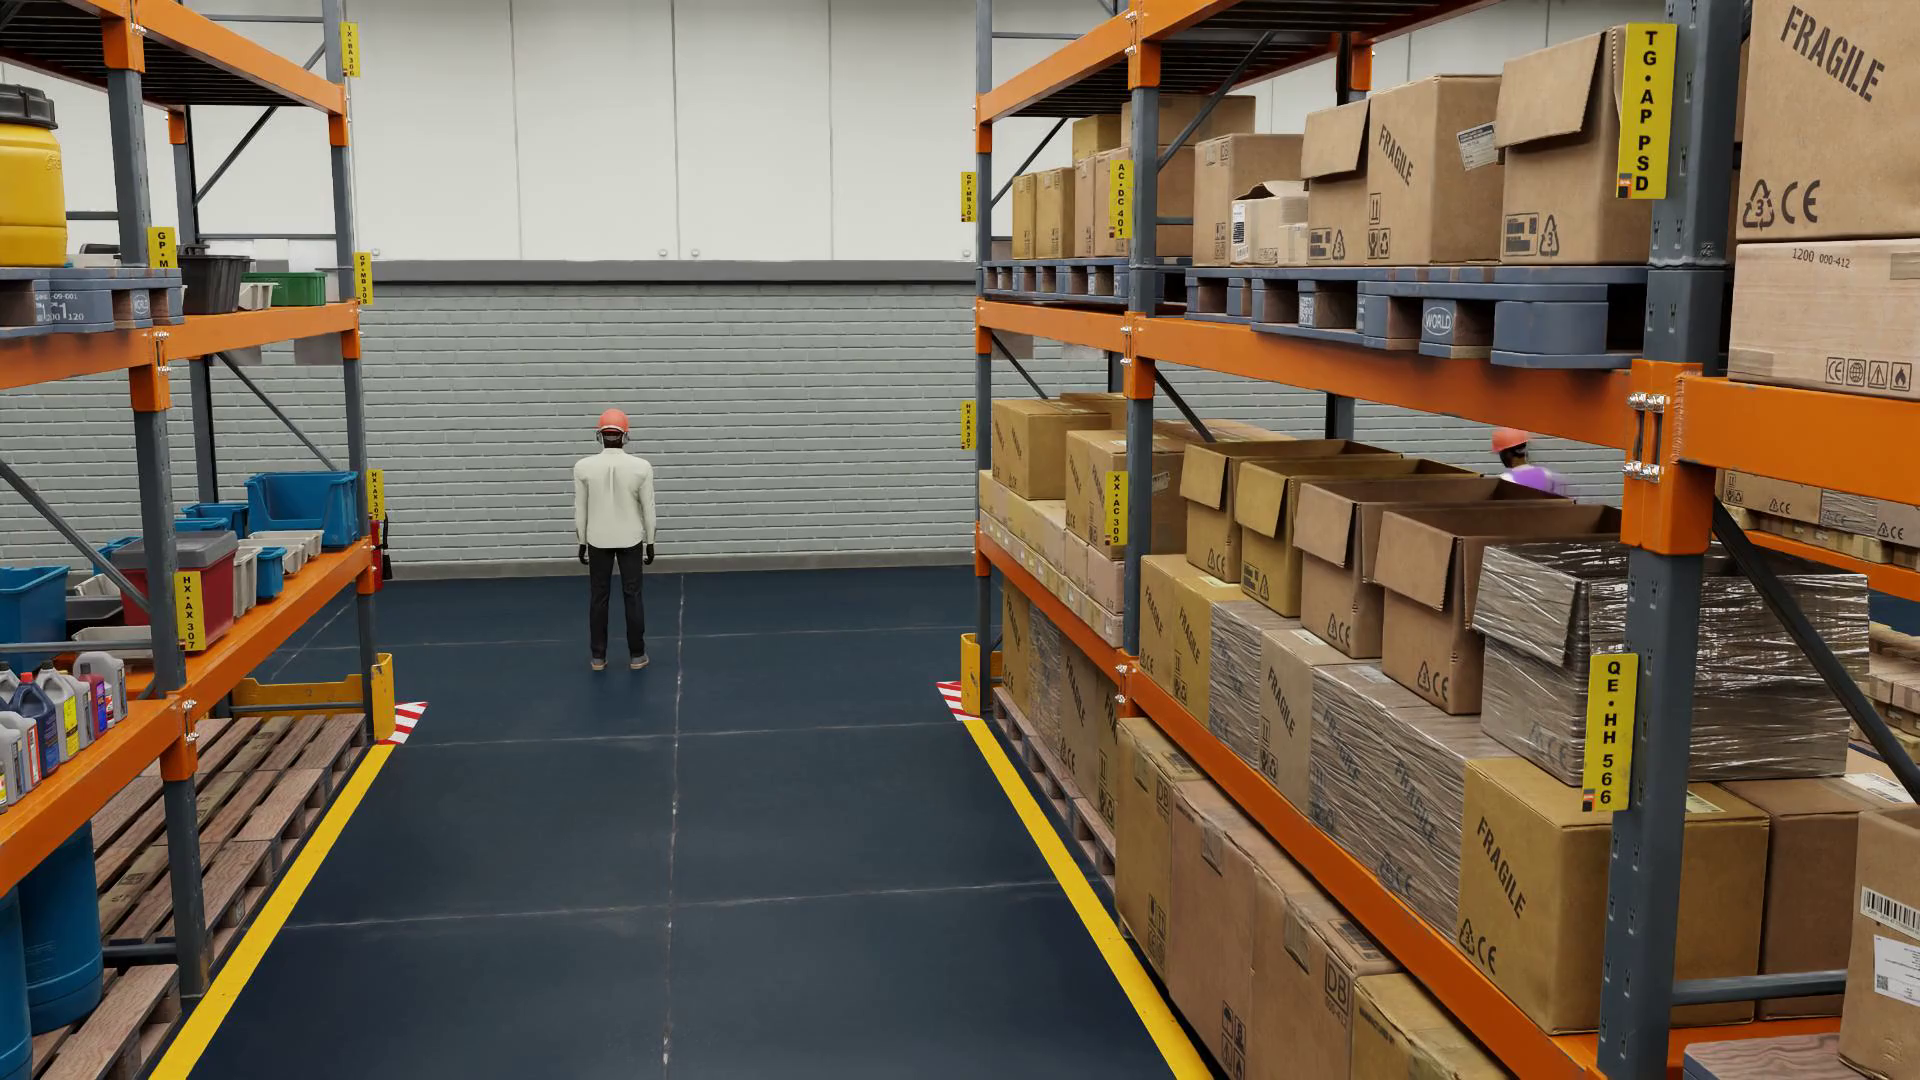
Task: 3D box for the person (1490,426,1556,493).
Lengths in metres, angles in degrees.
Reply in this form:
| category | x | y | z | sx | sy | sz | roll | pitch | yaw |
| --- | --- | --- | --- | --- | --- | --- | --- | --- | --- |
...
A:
| category | x | y | z | sx | sy | sz | roll | pitch | yaw |
| --- | --- | --- | --- | --- | --- | --- | --- | --- | --- |
| person | 4.186 | 0.099 | 12.296 | 0.599 | 1.906 | 0.589 | -3 | 10 | -18 |

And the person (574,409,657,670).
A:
| category | x | y | z | sx | sy | sz | roll | pitch | yaw |
| --- | --- | --- | --- | --- | --- | --- | --- | --- | --- |
| person | -2.615 | 0.000 | 12.667 | 0.613 | 1.987 | 0.401 | -1 | 9 | -9 |
